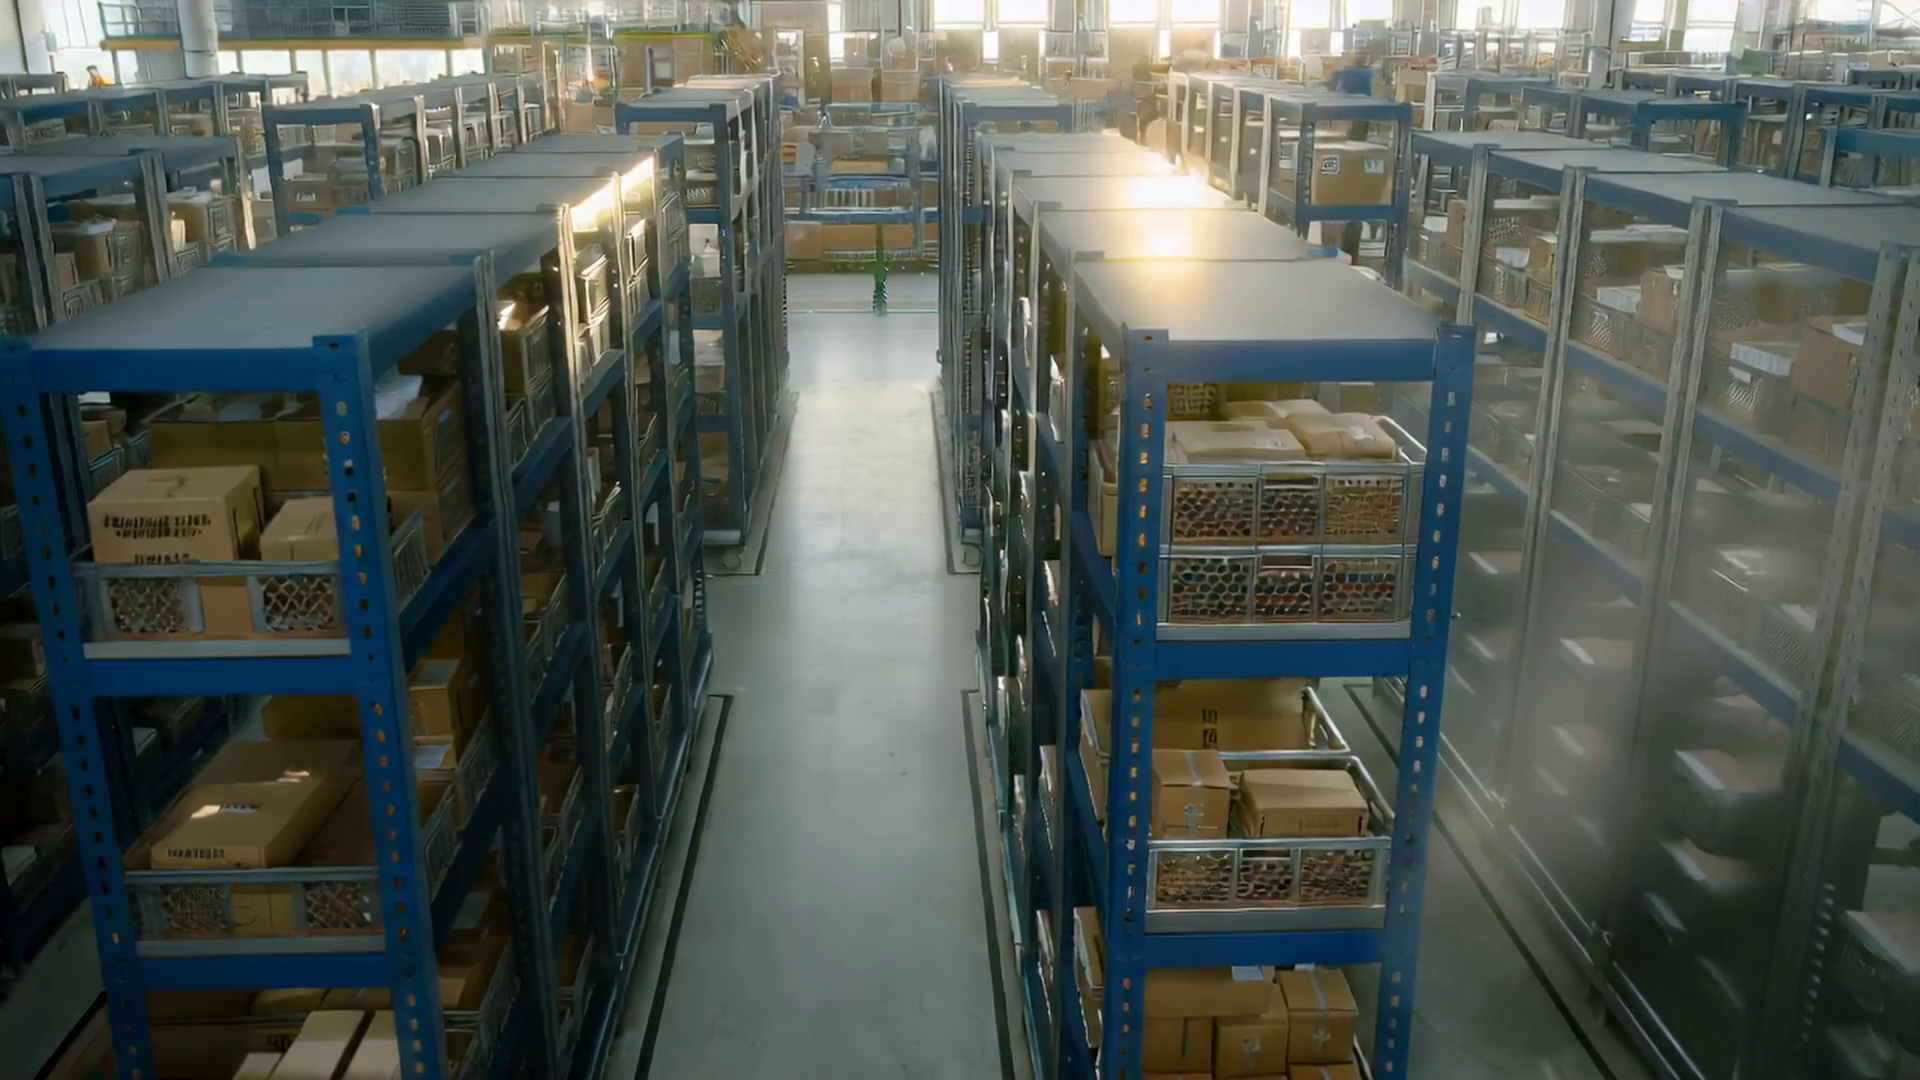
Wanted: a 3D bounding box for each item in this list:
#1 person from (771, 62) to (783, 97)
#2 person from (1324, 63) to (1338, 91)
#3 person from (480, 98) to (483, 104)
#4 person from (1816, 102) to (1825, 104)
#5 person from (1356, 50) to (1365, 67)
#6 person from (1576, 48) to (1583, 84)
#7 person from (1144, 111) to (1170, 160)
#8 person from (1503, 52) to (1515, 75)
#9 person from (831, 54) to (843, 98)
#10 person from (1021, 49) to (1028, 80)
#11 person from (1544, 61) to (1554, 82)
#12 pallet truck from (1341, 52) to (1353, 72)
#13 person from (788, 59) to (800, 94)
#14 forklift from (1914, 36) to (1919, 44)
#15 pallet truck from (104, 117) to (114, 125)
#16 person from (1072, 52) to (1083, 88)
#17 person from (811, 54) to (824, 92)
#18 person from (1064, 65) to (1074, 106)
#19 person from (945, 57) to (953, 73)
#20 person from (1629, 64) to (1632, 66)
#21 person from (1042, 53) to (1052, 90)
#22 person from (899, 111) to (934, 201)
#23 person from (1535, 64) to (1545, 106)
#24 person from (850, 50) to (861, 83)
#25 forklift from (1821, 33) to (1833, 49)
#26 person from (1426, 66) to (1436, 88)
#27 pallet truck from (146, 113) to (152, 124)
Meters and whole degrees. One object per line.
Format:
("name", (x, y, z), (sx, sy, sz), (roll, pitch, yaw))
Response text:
("person", (-7.816, -19.445, 71.005), (0.606, 1.897, 0.595), (12, 21, 32))
("person", (15.421, -18.883, 69.259), (0.549, 1.913, 0.786), (5, 19, 15))
("person", (-17.348, -15.991, 60.412), (0.505, 1.842, 0.346), (-14, 23, -38))
("person", (21.969, -10.325, 42.723), (0.546, 1.938, 0.361), (6, 19, 18))
("person", (21.100, -24.930, 87.935), (0.584, 1.928, 0.373), (-11, 21, -31))
("person", (34.114, -26.100, 91.555), (0.595, 1.925, 0.371), (-7, 19, -21))
("person", (4.754, -9.455, 40.262), (0.611, 1.778, 0.928), (-1, 18, -3))
("person", (26.538, -22.638, 80.661), (0.773, 2.000, 0.703), (6, 19, 18))
("person", (-5.772, -21.836, 78.256), (0.617, 1.992, 0.392), (-13, 22, -35))
("person", (3.427, -25.744, 90.464), (0.828, 1.926, 0.612), (-2, 18, -5))
("person", (25.411, -19.744, 71.959), (0.355, 1.882, 0.576), (17, 24, 42))
("pallet truck", (18.794, -23.123, 82.231), (0.823, 1.965, 1.885), (-13, 22, -35))
("person", (-8.050, -22.660, 80.917), (0.578, 1.920, 0.530), (-5, 19, -15))
("forklift", (50.112, -25.109, 86.965), (1.129, 2.768, 1.873), (-7, 19, -21))
("pallet truck", (-18.367, -7.885, 35.078), (1.885, 1.965, 0.823), (1, 18, 2))
("person", (6.157, -24.730, 87.491), (0.552, 1.826, 0.770), (-2, 18, -5))
("person", (-7.108, -23.334, 83.126), (0.599, 1.851, 0.880), (-11, 21, -30))
("person", (4.666, -19.542, 71.575), (0.495, 1.723, 0.456), (-13, 22, -35))
("person", (-0.490, -21.252, 76.583), (0.379, 1.911, 0.589), (10, 20, 28))
("person", (32.166, -22.514, 80.445), (0.630, 1.936, 0.366), (-1, 18, -3))
("person", (4.426, -23.916, 84.954), (0.468, 1.828, 0.656), (-1, 18, -4))
("person", (-0.817, -8.612, 37.343), (1.056, 1.988, 0.627), (-6, 19, -19))
("person", (24.105, -18.860, 69.269), (0.512, 1.860, 0.325), (-9, 20, -25))
("person", (-5.864, -26.261, 92.248), (0.612, 1.811, 0.920), (14, 22, 36))
("forklift", (43.362, -23.988, 83.493), (1.873, 2.768, 1.129), (13, 22, 35))
("person", (18.218, -17.315, 64.305), (0.361, 1.965, 0.613), (-4, 18, -11))
("pallet truck", (-18.087, -8.309, 36.390), (1.885, 1.965, 0.823), (-1, 18, -4))
